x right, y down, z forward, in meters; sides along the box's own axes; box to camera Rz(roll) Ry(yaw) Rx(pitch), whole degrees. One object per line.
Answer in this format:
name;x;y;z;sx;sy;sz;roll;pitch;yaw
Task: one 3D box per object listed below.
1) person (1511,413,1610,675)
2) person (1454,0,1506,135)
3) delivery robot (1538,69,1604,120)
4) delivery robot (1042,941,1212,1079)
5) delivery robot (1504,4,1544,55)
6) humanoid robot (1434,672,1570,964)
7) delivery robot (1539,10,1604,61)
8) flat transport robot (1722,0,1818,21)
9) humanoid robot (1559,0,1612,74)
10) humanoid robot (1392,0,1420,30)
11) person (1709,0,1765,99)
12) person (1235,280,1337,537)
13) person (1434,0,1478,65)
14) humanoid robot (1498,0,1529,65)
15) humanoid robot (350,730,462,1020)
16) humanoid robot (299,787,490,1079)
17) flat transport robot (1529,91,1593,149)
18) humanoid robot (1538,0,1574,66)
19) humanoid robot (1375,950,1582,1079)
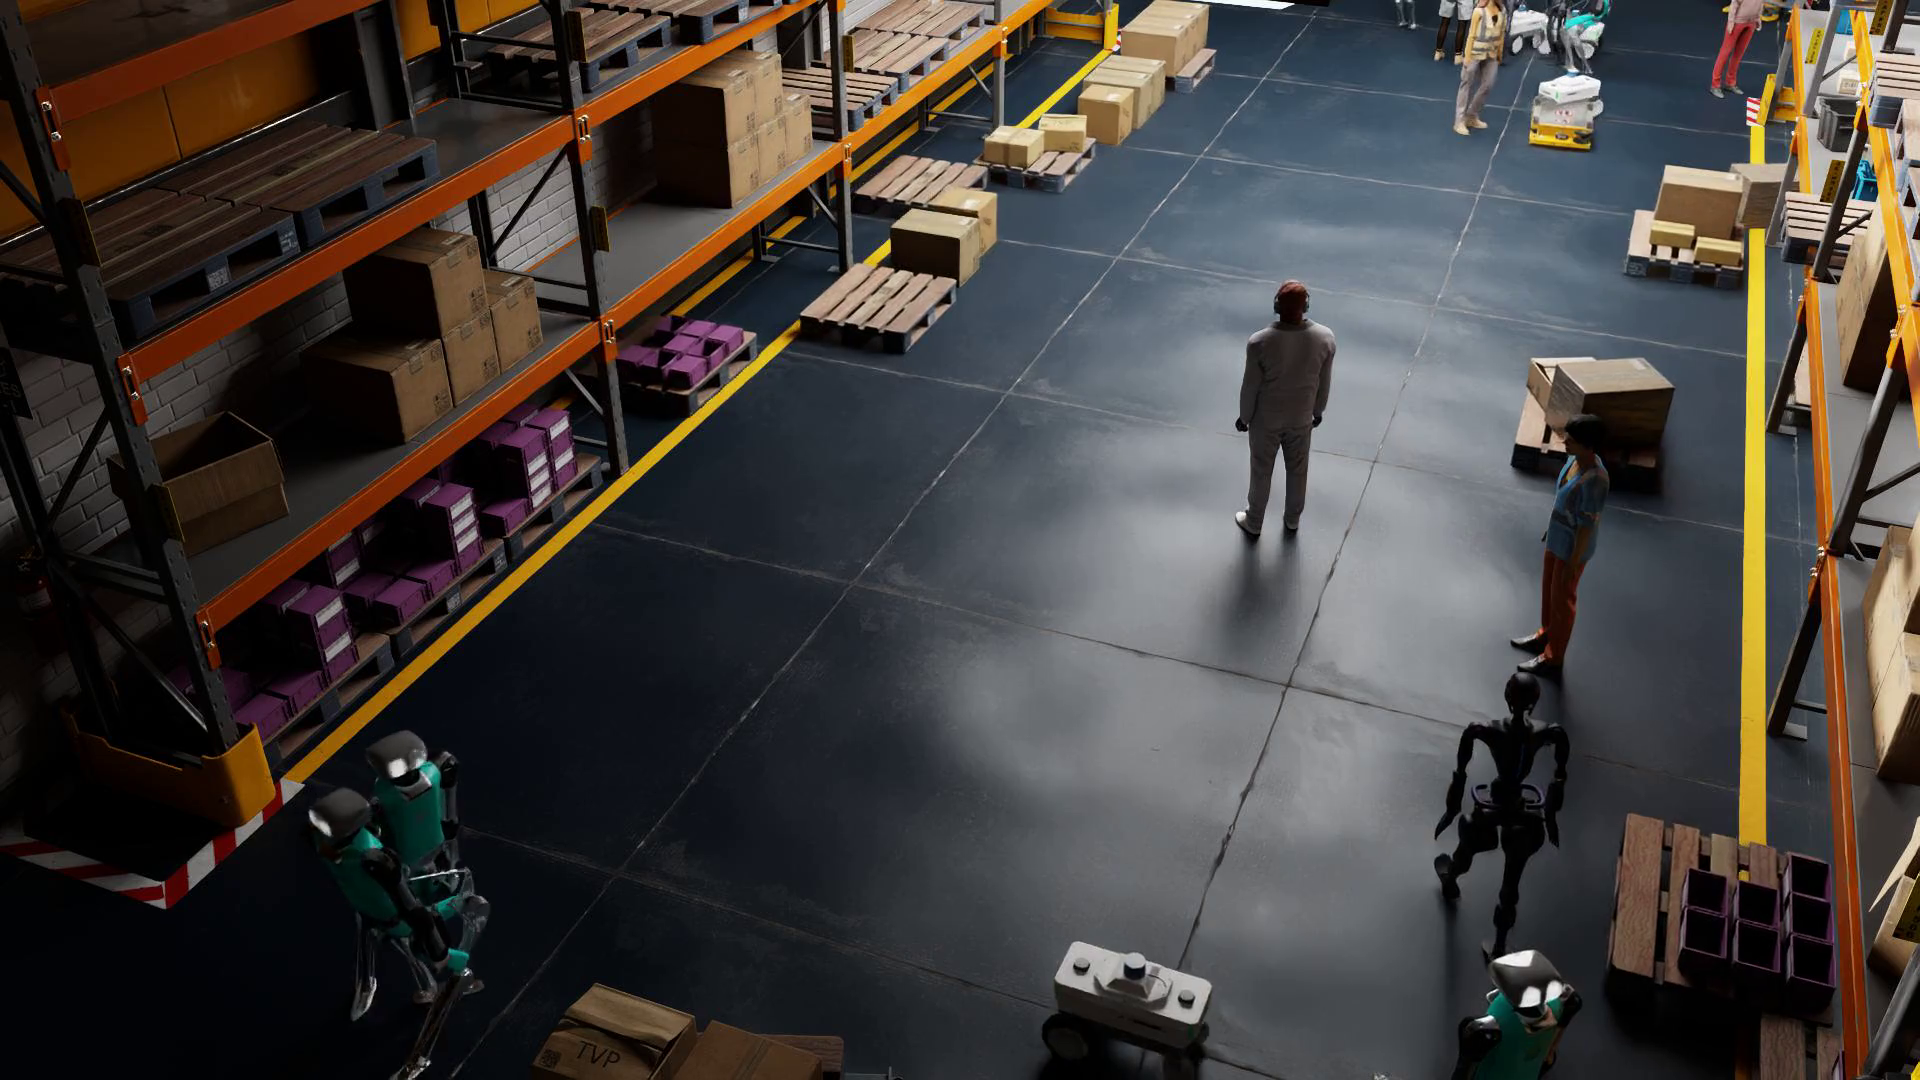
person;3.701;0.024;10.184;0.339;1.759;0.499;2;33;3
person;5.847;-5.420;18.602;0.492;1.767;0.434;-11;34;-16
delivery robot;7.077;-5.175;19.318;0.754;0.575;0.499;-15;36;-22
delivery robot;0.814;2.196;7.903;0.739;0.566;0.499;13;35;19
delivery robot;7.218;-6.644;21.622;0.790;0.607;0.499;-20;38;-27
humanoid robot;2.688;1.340;8.257;0.608;1.619;0.779;1;33;2
delivery robot;7.896;-6.490;21.390;0.815;0.614;0.499;16;36;23
flat transport robot;11.320;-7.500;23.198;1.431;0.231;0.659;-25;40;-33
humanoid robot;7.731;-6.580;20.422;0.778;1.772;0.530;20;38;28
humanoid robot;6.000;-7.616;21.977;0.676;1.755;0.539;-24;40;-33
person;9.314;-6.147;19.733;0.522;1.759;0.328;-14;35;-20
person;2.214;-0.897;11.479;0.637;1.902;0.411;-5;33;-8
person;6.271;-6.836;20.863;0.534;1.693;0.320;24;40;32
humanoid robot;6.863;-6.835;20.888;0.603;1.633;0.622;11;34;16
humanoid robot;-2.721;1.548;7.844;0.873;1.775;0.599;23;39;31
humanoid robot;-2.432;1.682;7.644;0.535;1.716;0.962;19;37;26
flat transport robot;6.882;-4.803;19.025;0.659;0.231;1.431;10;34;15
humanoid robot;7.534;-6.800;20.818;0.340;1.651;0.589;-2;33;-2
humanoid robot;2.001;2.235;6.786;0.543;1.794;0.692;-15;36;-22
